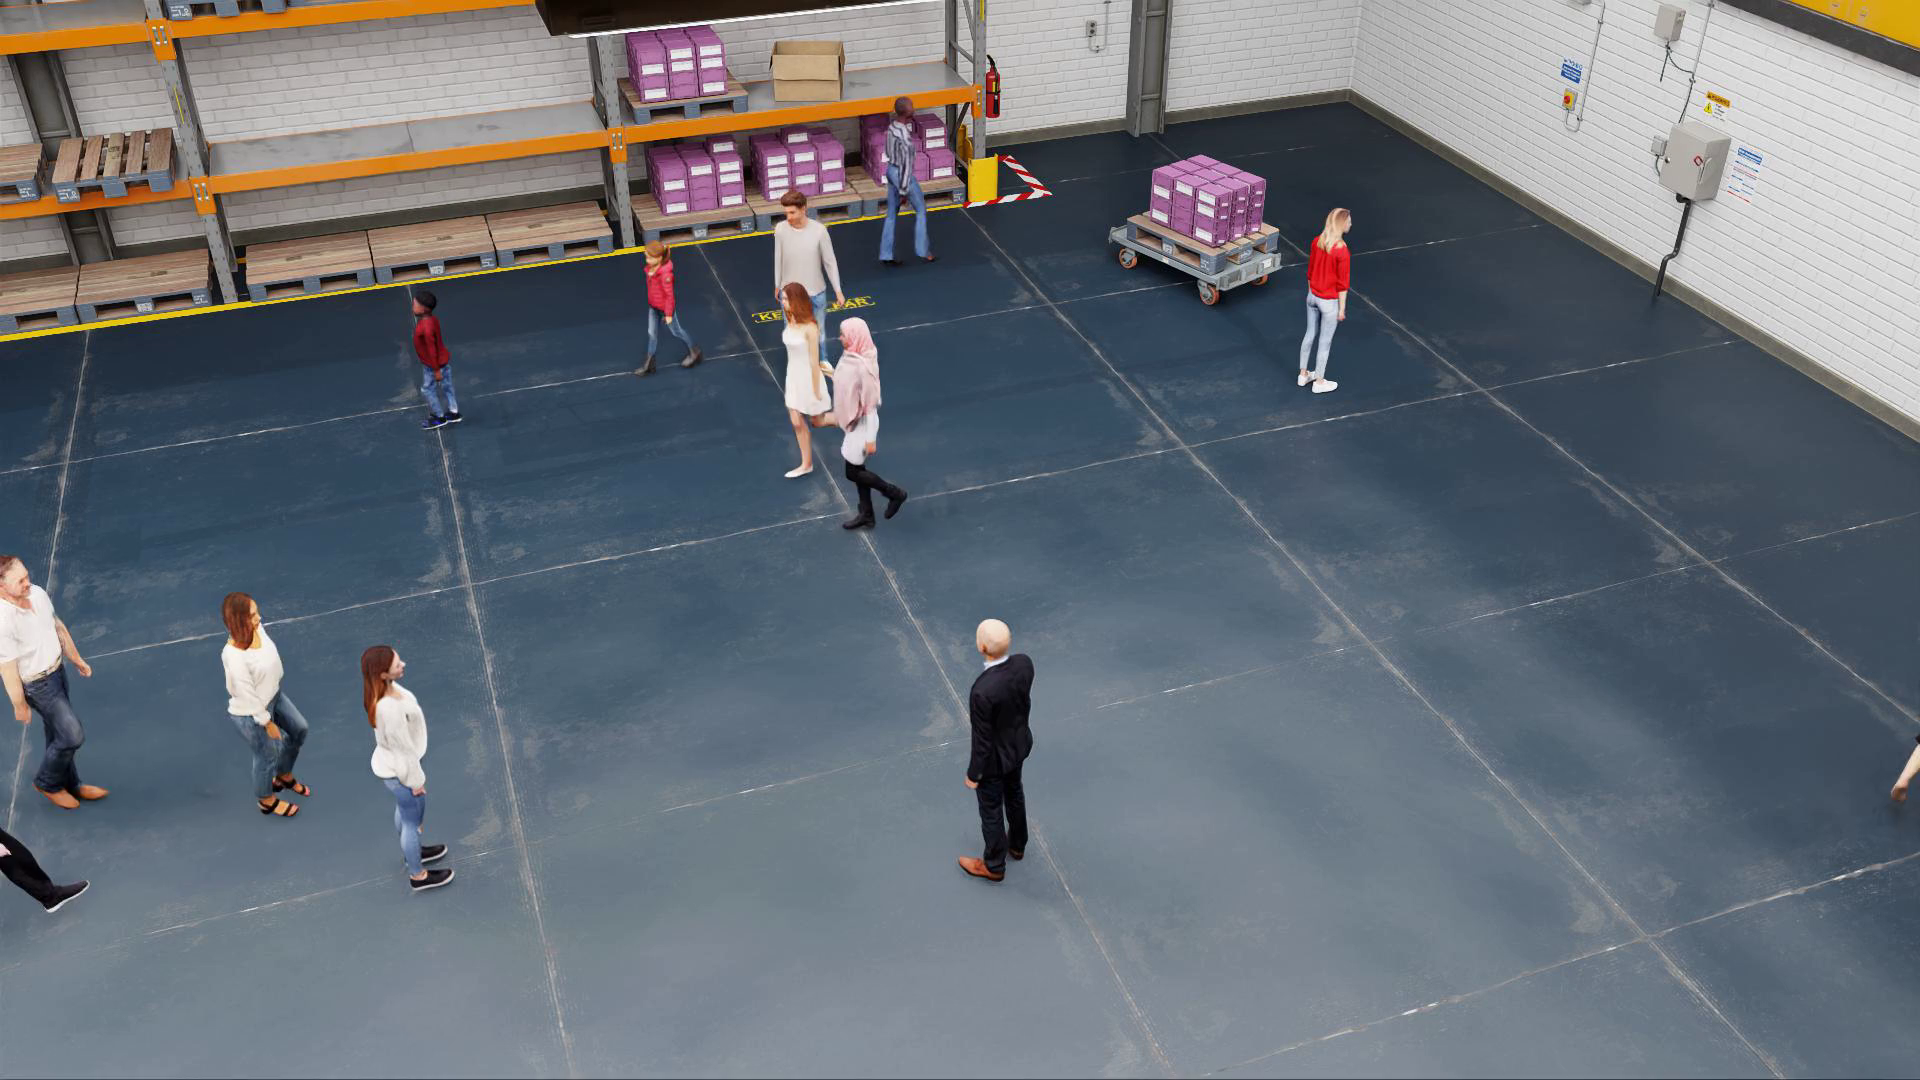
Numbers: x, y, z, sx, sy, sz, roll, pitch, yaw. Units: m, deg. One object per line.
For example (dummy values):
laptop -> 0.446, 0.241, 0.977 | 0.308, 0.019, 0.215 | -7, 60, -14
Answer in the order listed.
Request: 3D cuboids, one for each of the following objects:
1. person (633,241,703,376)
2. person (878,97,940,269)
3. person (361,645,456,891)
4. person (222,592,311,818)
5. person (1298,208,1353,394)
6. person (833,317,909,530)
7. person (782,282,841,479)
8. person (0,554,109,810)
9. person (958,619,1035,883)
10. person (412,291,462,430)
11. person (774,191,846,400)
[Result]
person -> -2.626, -2.120, 15.096 | 0.983, 1.278, 0.754 | -26, 42, -34
person -> -0.674, -3.588, 16.859 | 0.895, 1.772, 0.701 | -17, 37, -24
person -> -3.220, 1.298, 9.580 | 0.600, 1.692, 0.643 | -17, 37, -24
person -> -4.316, 1.003, 10.048 | 0.711, 1.665, 0.746 | -1, 34, -1
person -> 3.229, -2.126, 14.719 | 0.582, 1.706, 0.661 | -20, 39, -28
person -> -0.679, -0.876, 12.760 | 0.757, 1.793, 0.640 | -10, 35, -14
person -> -1.183, -1.319, 13.522 | 1.033, 1.687, 0.760 | -26, 41, -33
person -> -5.683, 0.861, 10.109 | 0.800, 1.835, 0.769 | 1, 34, 2
person -> 0.224, 1.212, 9.614 | 0.835, 1.797, 0.712 | 23, 40, 31
person -> -4.438, -1.551, 14.267 | 0.597, 1.248, 0.574 | -4, 34, -6
person -> -1.384, -2.244, 14.753 | 0.925, 1.865, 0.954 | -7, 34, -10
